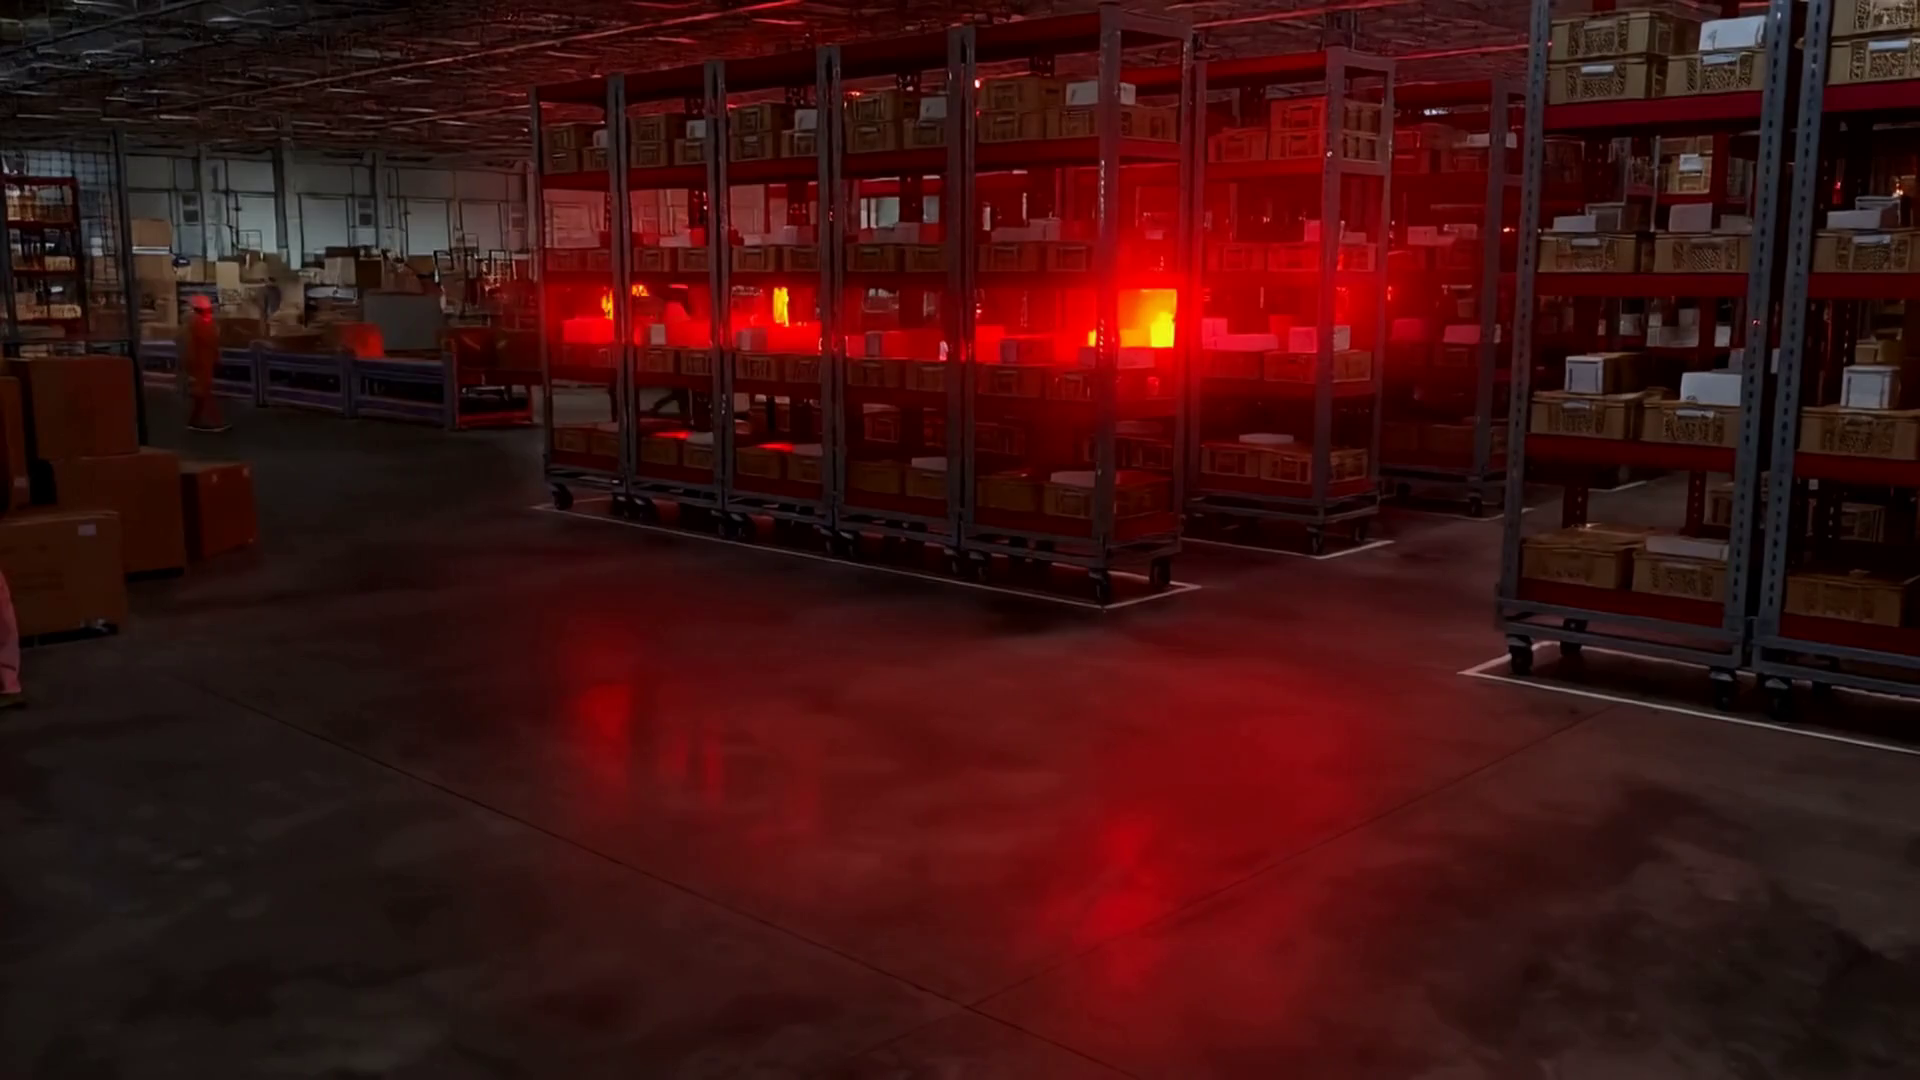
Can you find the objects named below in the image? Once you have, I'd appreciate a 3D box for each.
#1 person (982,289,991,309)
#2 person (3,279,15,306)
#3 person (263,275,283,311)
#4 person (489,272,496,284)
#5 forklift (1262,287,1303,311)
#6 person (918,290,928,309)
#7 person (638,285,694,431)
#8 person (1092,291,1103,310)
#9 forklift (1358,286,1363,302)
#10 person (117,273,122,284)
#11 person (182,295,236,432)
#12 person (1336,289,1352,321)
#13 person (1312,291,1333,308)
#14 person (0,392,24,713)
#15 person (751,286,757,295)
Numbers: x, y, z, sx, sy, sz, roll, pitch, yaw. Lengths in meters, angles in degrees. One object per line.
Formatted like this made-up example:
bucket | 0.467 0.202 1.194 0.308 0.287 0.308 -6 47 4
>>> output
person | 0.978 -7.104 50.222 0.619 1.982 1.070 4 10 24
person | -46.063 -11.987 80.633 0.632 1.844 0.429 5 11 29
person | -19.412 -6.517 46.939 0.816 1.902 0.600 7 12 37
person | -25.865 -13.919 92.392 0.591 1.863 1.014 6 11 31
forklift | 10.769 -8.203 54.240 1.129 2.768 1.873 8 12 42
person | -1.016 -5.628 41.714 0.403 1.818 0.599 -4 10 -22
person | -3.554 -2.244 20.338 0.722 2.021 0.606 -4 10 -21
person | 4.920 -8.398 59.050 0.535 1.699 0.318 -2 9 -13
forklift | 11.100 -7.017 46.970 1.873 2.768 1.129 9 13 43
person | -35.006 -10.241 69.602 0.418 1.934 0.639 3 10 15
person | -9.481 -2.216 21.021 0.852 1.725 0.551 2 10 13
person | 4.603 -2.090 19.971 0.596 1.828 0.403 -1 9 -7
person | 5.424 -2.922 25.043 0.393 1.839 0.563 -1 9 -8
person | -4.613 -0.175 7.725 0.376 1.995 0.612 -7 11 -36
person | -9.995 -11.950 80.542 0.919 1.801 0.614 -1 9 -8
